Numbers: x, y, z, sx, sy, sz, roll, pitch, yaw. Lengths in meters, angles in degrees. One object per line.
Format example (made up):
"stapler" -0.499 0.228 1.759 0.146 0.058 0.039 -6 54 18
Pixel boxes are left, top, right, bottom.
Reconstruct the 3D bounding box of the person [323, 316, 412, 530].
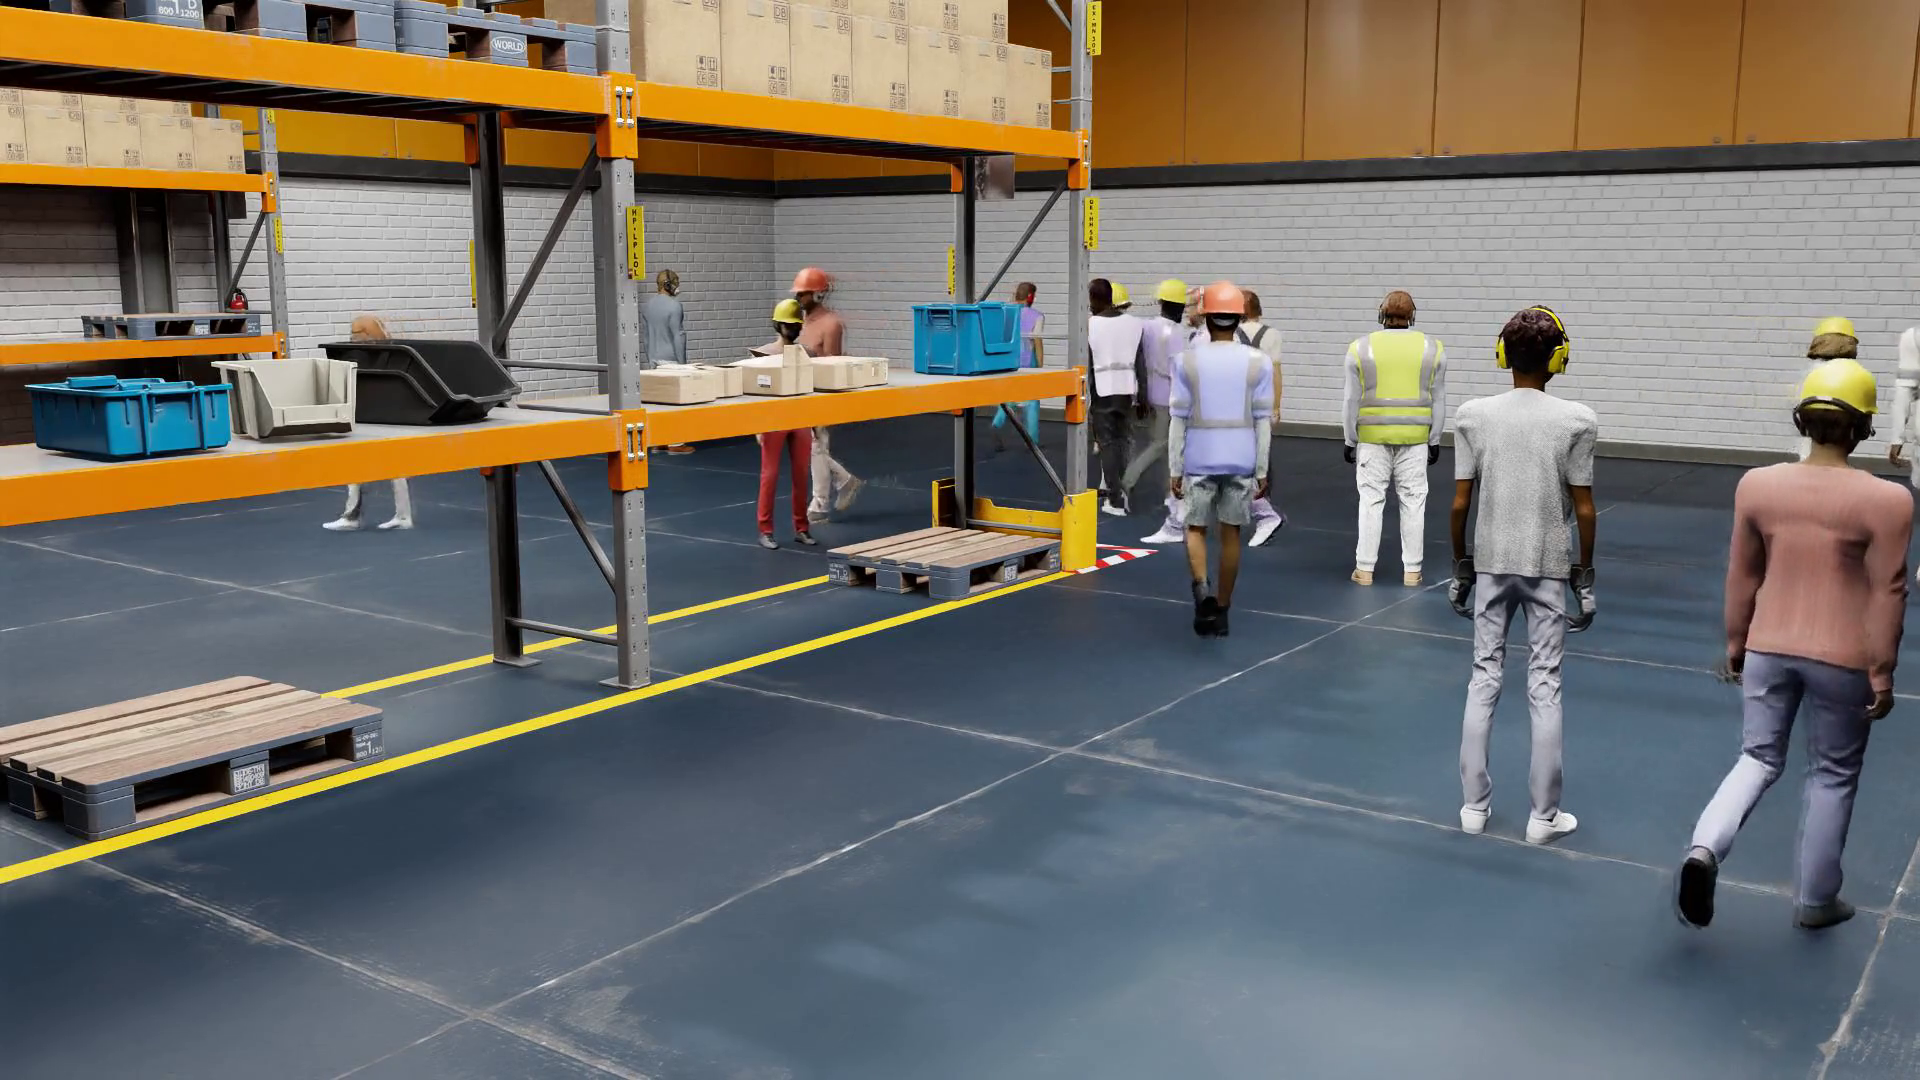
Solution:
"person" -4.485 -0.862 12.448 0.737 1.600 0.522 -2 10 -10

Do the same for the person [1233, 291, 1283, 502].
"person" 2.337 -1.104 13.423 0.503 1.783 0.970 2 10 11

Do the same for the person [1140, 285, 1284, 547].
"person" 1.822 -0.871 11.784 0.970 1.865 0.648 0 10 2

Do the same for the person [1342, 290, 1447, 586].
"person" 2.692 -0.627 10.364 0.625 1.844 0.429 1 10 7

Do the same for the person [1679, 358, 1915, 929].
"person" 2.463 0.341 4.899 0.659 1.746 0.528 -7 12 -36

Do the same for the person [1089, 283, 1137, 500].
"person" 1.306 -1.249 14.086 0.404 1.837 0.590 9 13 42

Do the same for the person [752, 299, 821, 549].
"person" -1.211 -0.813 11.729 0.534 1.759 0.344 -6 11 -32

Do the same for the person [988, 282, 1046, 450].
"person" 0.619 -1.842 17.737 0.573 1.807 0.810 7 12 35

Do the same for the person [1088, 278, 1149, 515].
"person" 1.170 -1.149 13.355 0.638 1.879 0.625 -5 11 -25

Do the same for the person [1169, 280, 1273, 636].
"person" 1.376 -0.406 8.801 0.543 1.925 0.640 1 10 5

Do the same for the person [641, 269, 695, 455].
"person" -3.071 -1.856 17.408 0.627 1.936 0.374 9 13 44

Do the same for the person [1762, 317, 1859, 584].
"person" 5.189 -0.499 10.063 0.631 1.689 0.511 7 12 37

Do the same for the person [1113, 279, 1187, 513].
"person" 1.578 -1.158 13.418 0.883 1.890 0.598 -5 11 -26

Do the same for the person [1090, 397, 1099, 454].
"person" 1.570 -1.738 17.409 0.527 1.698 0.322 5 11 26

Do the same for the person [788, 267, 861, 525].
"person" -1.042 -1.101 12.808 0.573 1.978 0.611 -6 11 -32

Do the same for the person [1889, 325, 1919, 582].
"person" 6.006 -0.645 10.033 0.668 1.985 0.962 6 11 32

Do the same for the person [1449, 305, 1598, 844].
"person" 1.966 0.124 5.809 0.509 1.872 0.328 6 11 30
